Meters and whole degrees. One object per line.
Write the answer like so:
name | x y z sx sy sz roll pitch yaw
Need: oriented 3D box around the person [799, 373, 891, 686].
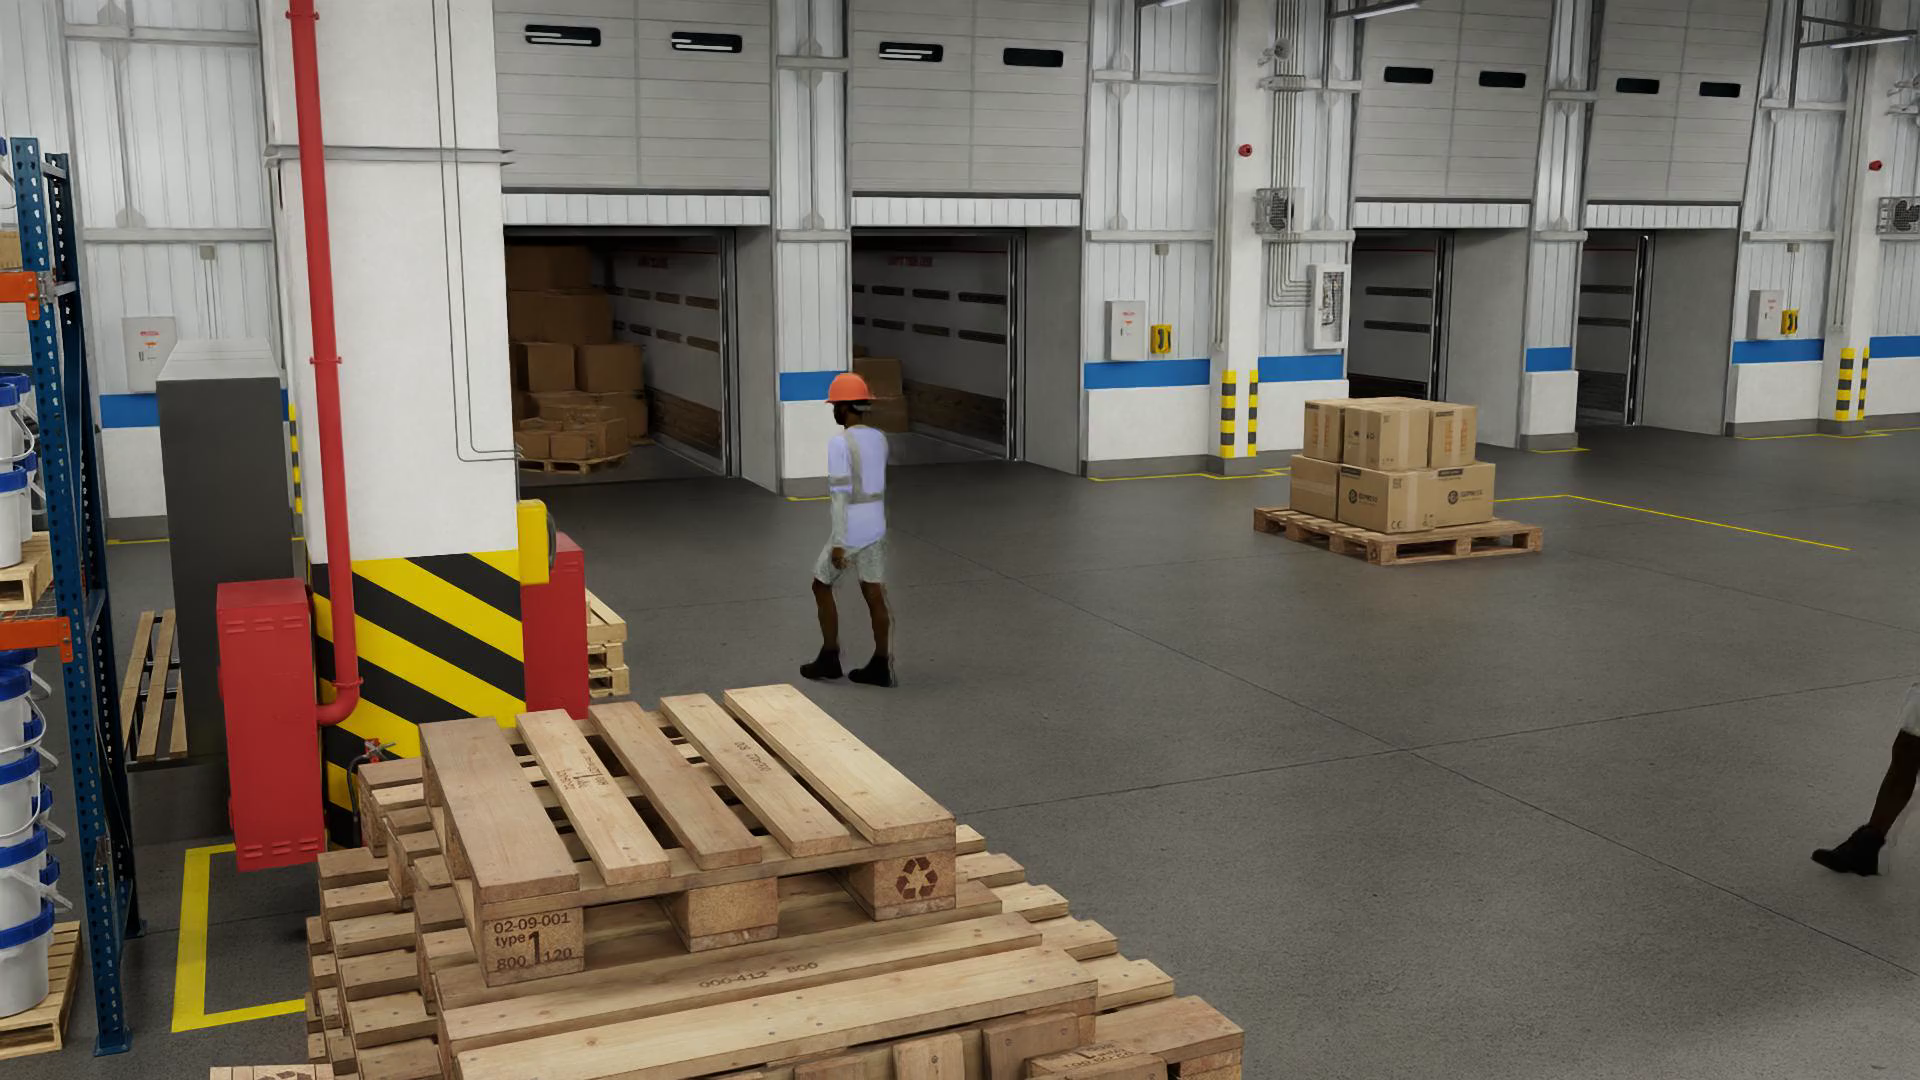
person | -0.711 -0.062 10.184 0.729 1.909 0.587 7 12 33

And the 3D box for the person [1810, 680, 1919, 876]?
person | 4.195 0.540 6.975 0.981 1.888 0.547 -1 10 -5
